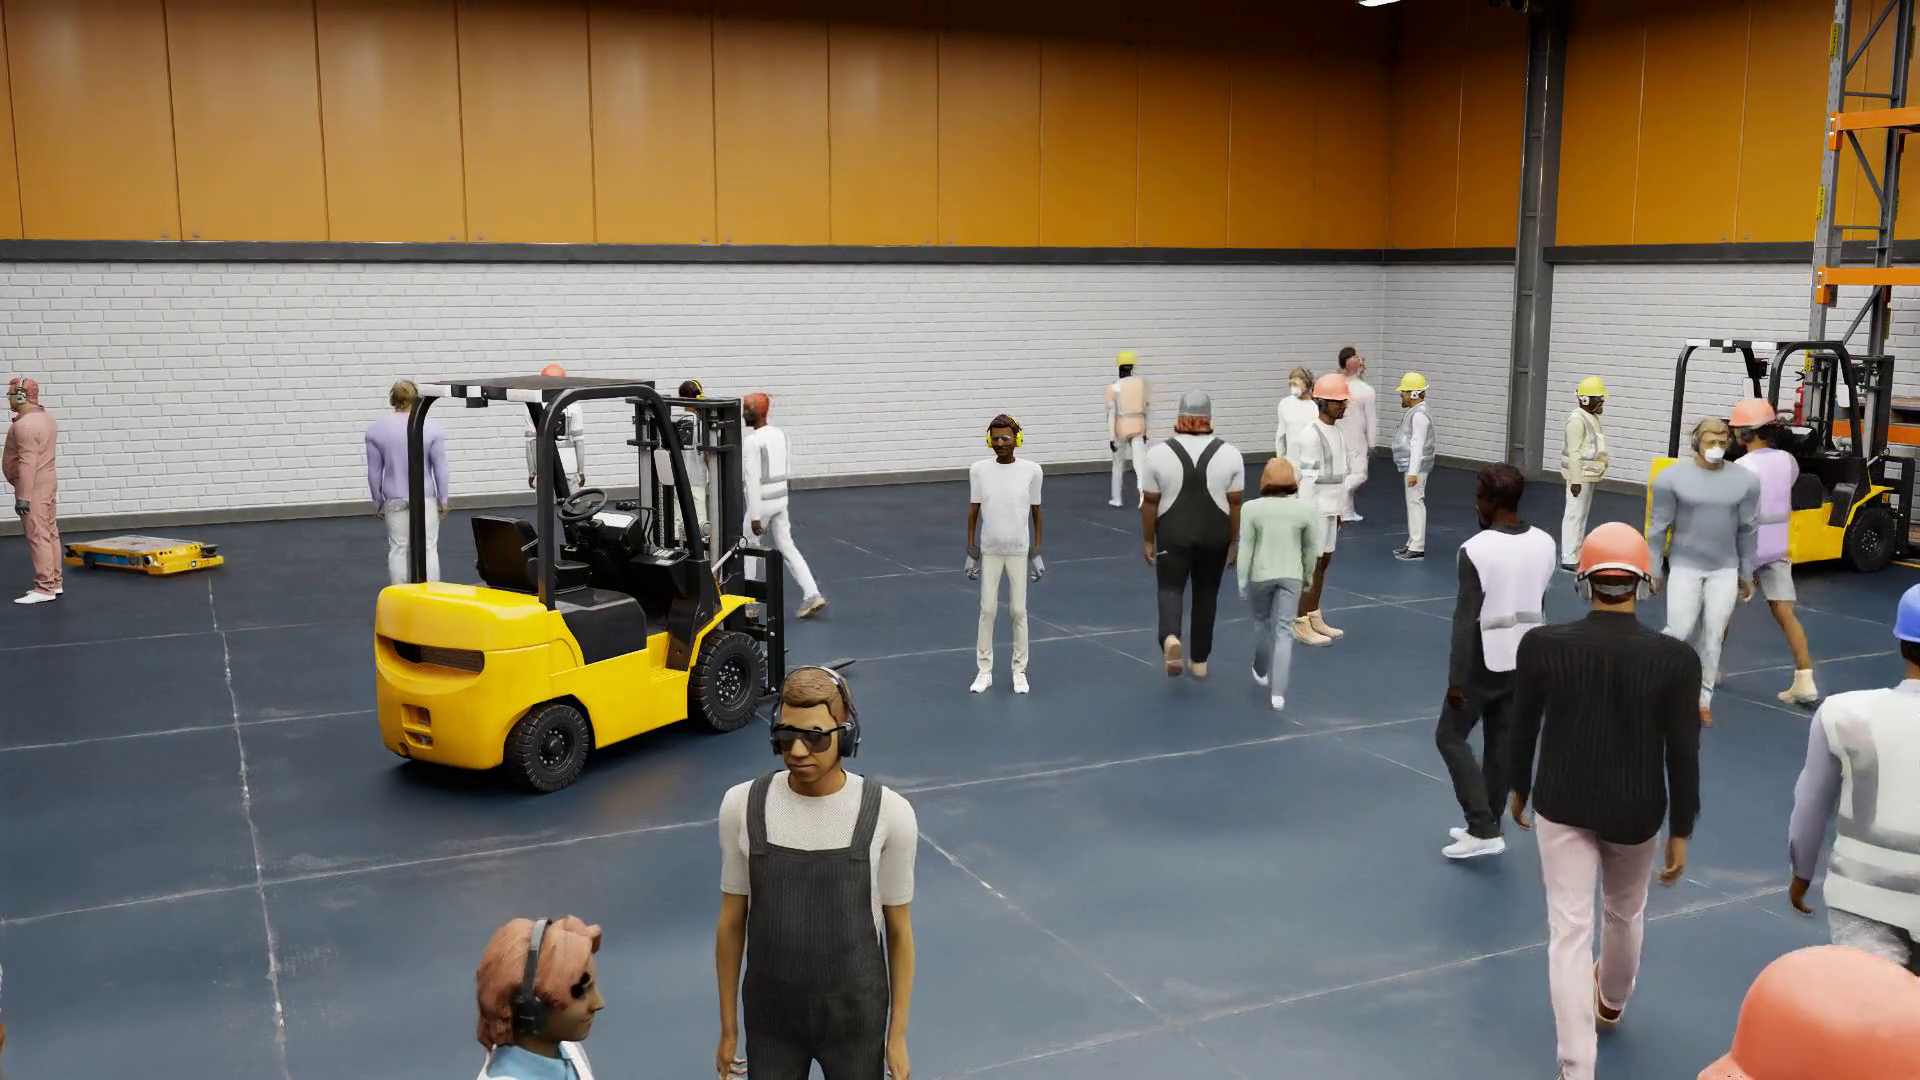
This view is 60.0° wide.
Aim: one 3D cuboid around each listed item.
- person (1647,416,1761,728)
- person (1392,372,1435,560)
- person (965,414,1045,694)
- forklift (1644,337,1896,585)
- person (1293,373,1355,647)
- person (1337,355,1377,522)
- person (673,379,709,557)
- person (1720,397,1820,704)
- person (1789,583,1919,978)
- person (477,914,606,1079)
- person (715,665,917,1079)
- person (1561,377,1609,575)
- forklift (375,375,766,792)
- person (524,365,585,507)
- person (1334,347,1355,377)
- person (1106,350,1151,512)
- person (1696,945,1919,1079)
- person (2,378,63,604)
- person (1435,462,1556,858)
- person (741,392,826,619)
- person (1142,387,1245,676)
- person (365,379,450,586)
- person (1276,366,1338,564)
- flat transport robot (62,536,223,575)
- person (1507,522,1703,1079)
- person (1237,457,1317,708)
[{"bbox_3d":[4.597,0.178,10.338,0.634,1.922,0.573,1,9,6],"label":"person"},{"bbox_3d":[4.409,-0.716,16.203,0.403,1.826,0.593,2,9,11],"label":"person"},{"bbox_3d":[0.297,0.093,11.039,0.533,1.868,0.310,1,9,6],"label":"person"},{"bbox_3d":[7.551,-0.789,15.507,2.313,2.155,1.214,-4,10,-25],"label":"forklift"},{"bbox_3d":[2.750,-0.229,12.499,0.392,2.041,0.615,6,11,31],"label":"person"},{"bbox_3d":[4.277,-1.098,18.380,0.693,1.883,0.646,-6,11,-34],"label":"person"},{"bbox_3d":[-2.363,-0.470,14.577,0.510,1.860,0.351,5,10,27],"label":"person"},{"bbox_3d":[5.235,0.064,10.898,0.617,1.992,1.090,-3,10,-20],"label":"person"},{"bbox_3d":[2.827,1.052,5.002,0.622,1.883,1.049,4,10,22],"label":"person"},{"bbox_3d":[-0.796,1.488,3.128,0.323,1.627,0.509,-1,9,-4],"label":"person"},{"bbox_3d":[-0.361,1.214,4.158,0.508,1.846,0.345,1,9,4],"label":"person"},{"bbox_3d":[5.804,-0.601,15.454,0.404,1.832,0.592,6,11,34],"label":"person"},{"bbox_3d":[-2.268,0.149,9.685,1.214,2.155,2.313,6,11,32],"label":"forklift"},{"bbox_3d":[-3.782,-0.672,15.591,0.542,1.931,0.376,-1,9,-5],"label":"person"},{"bbox_3d":[5.202,-1.728,22.580,0.430,1.793,0.706,-1,9,-7],"label":"person"},{"bbox_3d":[1.992,-1.285,19.532,0.583,1.898,0.913,-2,9,-14],"label":"person"},{"bbox_3d":[1.308,1.485,2.139,0.758,1.957,0.623,1,9,7],"label":"person"},{"bbox_3d":[-7.876,-0.420,14.107,0.407,1.908,0.641,-2,9,-14],"label":"person"},{"bbox_3d":[2.520,0.579,7.889,0.616,1.912,0.486,-5,10,-28],"label":"person"},{"bbox_3d":[-1.510,-0.272,13.396,0.961,1.847,0.587,5,11,30],"label":"person"},{"bbox_3d":[1.588,-0.044,11.359,0.692,2.000,0.729,1,9,5],"label":"person"},{"bbox_3d":[-4.441,-0.328,13.437,0.635,1.937,0.354,-1,9,-8],"label":"person"},{"bbox_3d":[3.319,-0.702,15.828,0.651,1.923,0.648,7,11,37],"label":"person"},{"bbox_3d":[-7.756,0.130,15.755,1.431,0.197,0.652,5,10,26],"label":"flat transport robot"},{"bbox_3d":[2.217,0.900,5.786,0.620,1.937,1.019,3,10,19],"label":"person"},{"bbox_3d":[2.068,0.254,10.874,0.504,1.598,0.804,2,9,11],"label":"person"}]
